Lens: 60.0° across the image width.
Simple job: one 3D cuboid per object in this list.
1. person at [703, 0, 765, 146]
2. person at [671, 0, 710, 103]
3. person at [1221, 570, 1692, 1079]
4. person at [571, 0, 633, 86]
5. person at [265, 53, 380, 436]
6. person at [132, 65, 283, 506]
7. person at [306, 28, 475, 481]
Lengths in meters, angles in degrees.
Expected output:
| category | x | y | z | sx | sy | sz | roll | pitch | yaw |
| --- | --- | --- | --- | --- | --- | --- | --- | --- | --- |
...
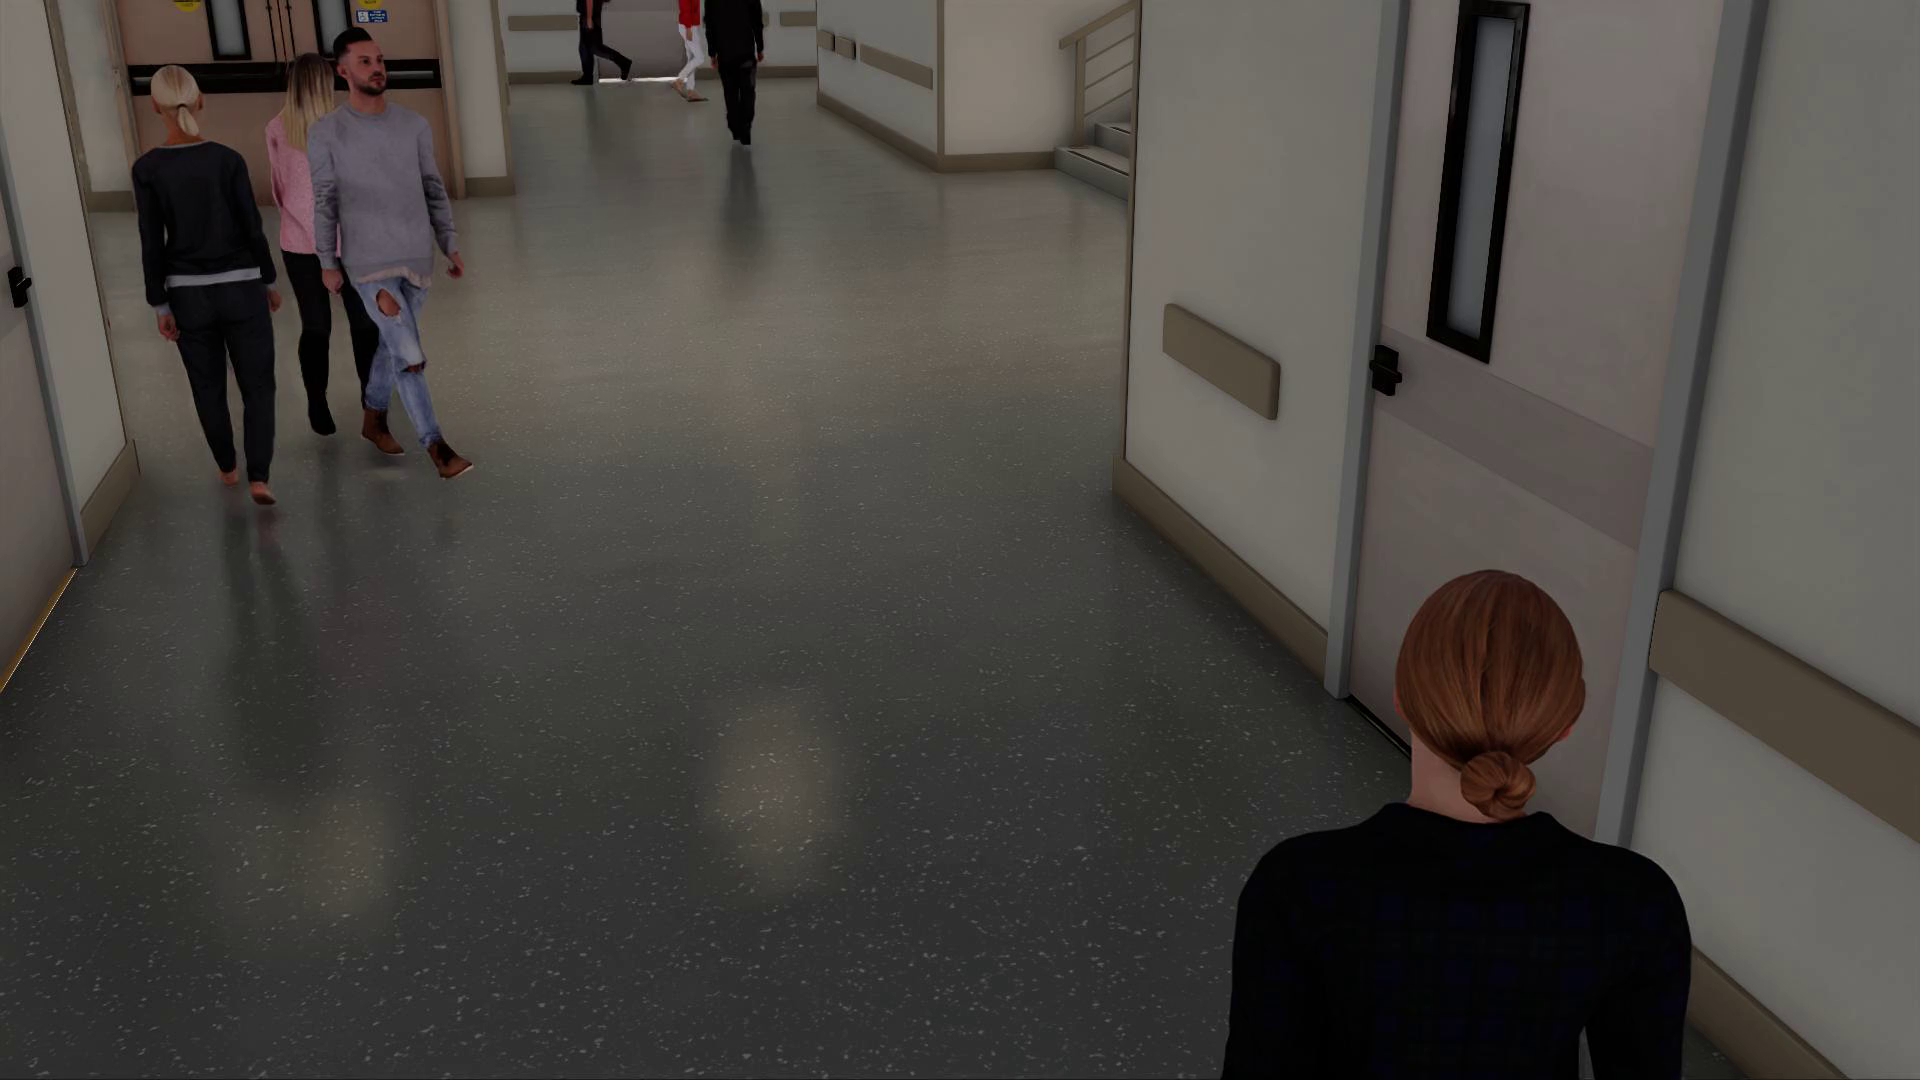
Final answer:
| category | x | y | z | sx | sy | sz | roll | pitch | yaw |
| --- | --- | --- | --- | --- | --- | --- | --- | --- | --- |
| person | -2.243 | -4.906 | 16.747 | 1.186 | 1.829 | 1.023 | 0 | 21 | 1 |
| person | -3.434 | -6.276 | 20.568 | 0.715 | 1.685 | 0.612 | -2 | 21 | -5 |
| person | 0.497 | 0.823 | 1.826 | 0.601 | 1.685 | 0.750 | 1 | 21 | 3 |
| person | -4.886 | -7.069 | 22.465 | 1.055 | 1.824 | 0.667 | -4 | 21 | -11 |
| person | -2.866 | -1.292 | 7.447 | 1.036 | 1.659 | 0.743 | -3 | 21 | -8 |
| person | -2.893 | -0.952 | 6.478 | 0.868 | 1.709 | 0.667 | -6 | 21 | -14 |
| person | -2.394 | -1.147 | 6.878 | 1.161 | 1.791 | 1.218 | 18 | 27 | 39 |
